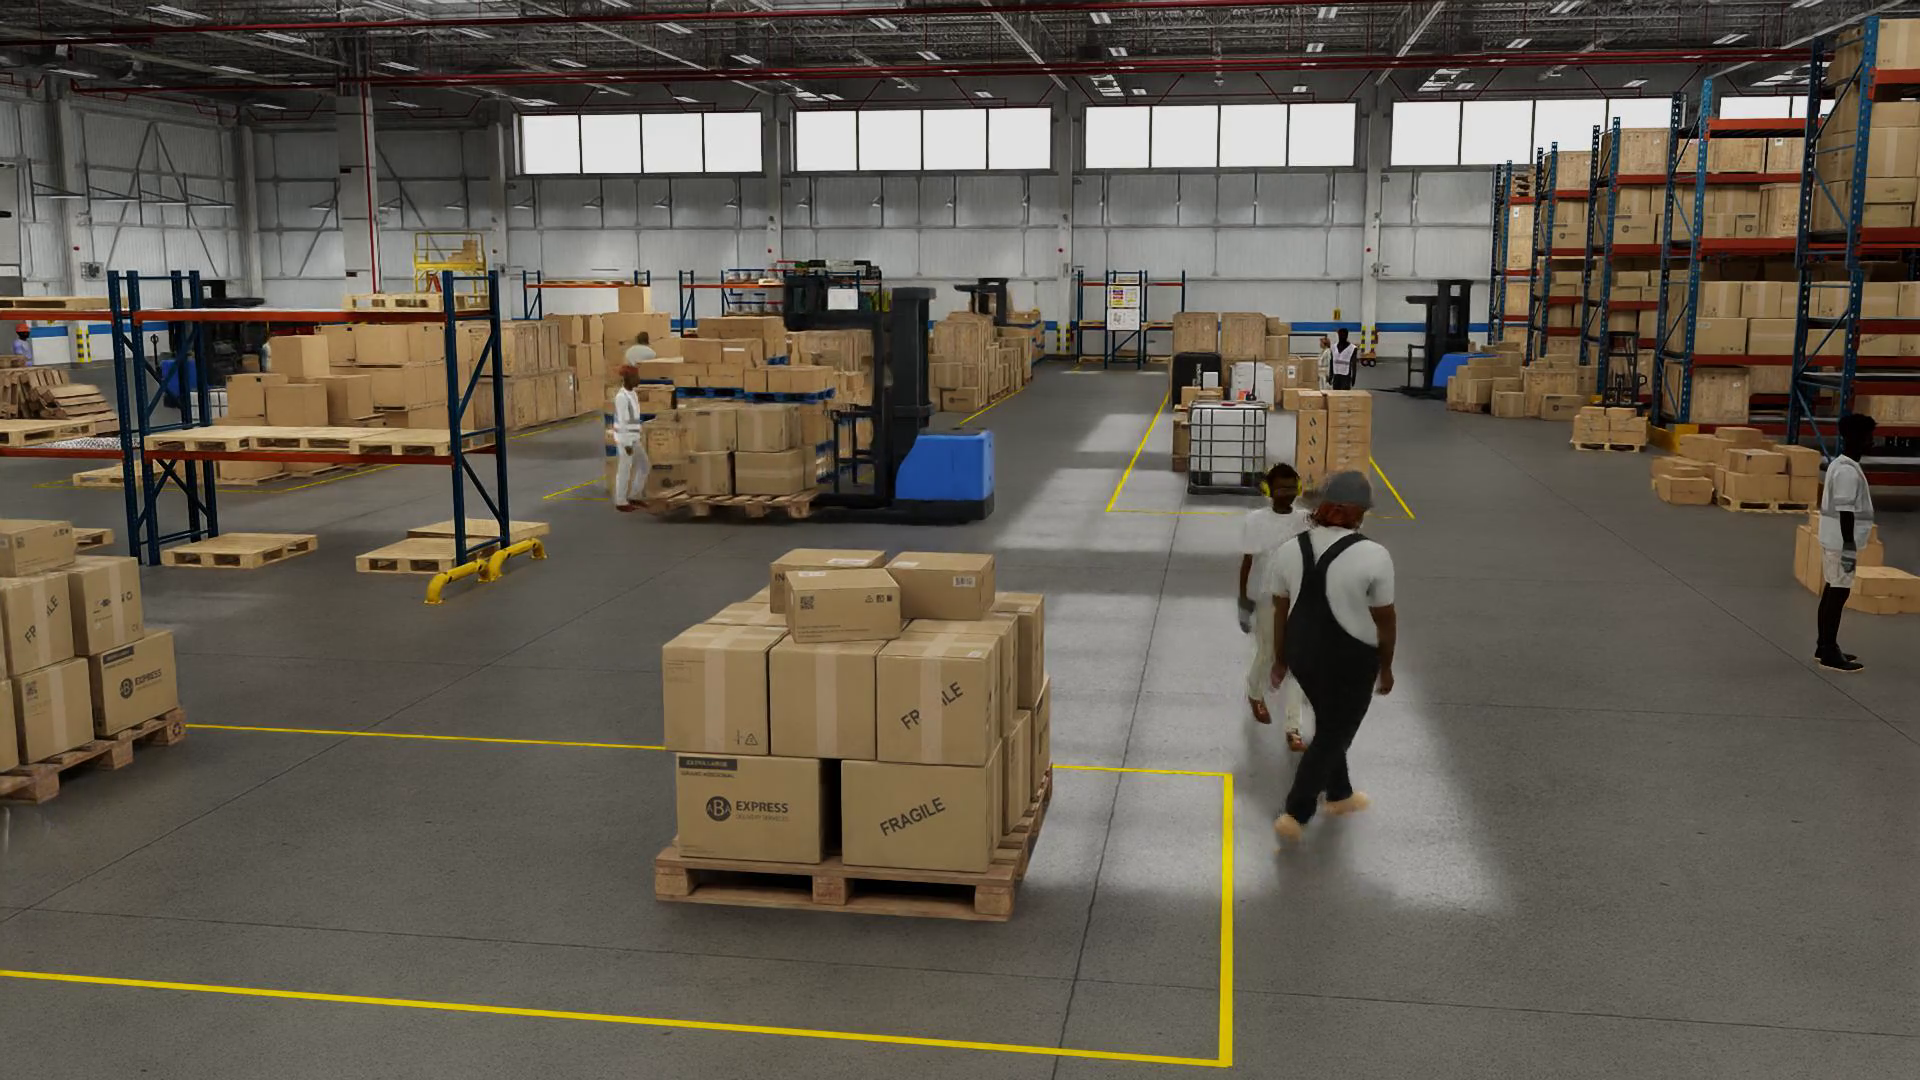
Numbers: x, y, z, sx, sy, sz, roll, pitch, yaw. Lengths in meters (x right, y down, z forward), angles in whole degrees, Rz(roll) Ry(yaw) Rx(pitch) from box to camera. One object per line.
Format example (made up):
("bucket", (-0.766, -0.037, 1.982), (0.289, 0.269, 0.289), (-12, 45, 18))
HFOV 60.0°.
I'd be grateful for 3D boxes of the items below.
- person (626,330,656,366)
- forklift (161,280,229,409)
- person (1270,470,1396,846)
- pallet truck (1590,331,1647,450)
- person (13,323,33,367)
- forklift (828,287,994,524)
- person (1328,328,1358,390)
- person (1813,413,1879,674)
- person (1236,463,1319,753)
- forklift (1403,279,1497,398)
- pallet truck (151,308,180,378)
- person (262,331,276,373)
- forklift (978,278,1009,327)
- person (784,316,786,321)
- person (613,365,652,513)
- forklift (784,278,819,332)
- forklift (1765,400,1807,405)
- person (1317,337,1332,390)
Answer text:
("person", (-5.965, -2.951, 31.067), (0.639, 1.917, 0.706), (3, 10, 19))
("forklift", (-16.371, -4.284, 36.334), (1.873, 2.768, 1.129), (1, 9, 9))
("person", (1.964, 0.587, 8.873), (0.992, 2.000, 0.690), (-8, 12, -39))
("pallet truck", (11.253, -2.573, 28.499), (0.823, 1.965, 1.885), (5, 10, 27))
("person", (-19.512, -3.555, 34.729), (0.355, 1.941, 0.545), (-2, 9, -13))
("forklift", (-0.565, -1.656, 20.128), (1.873, 2.768, 1.129), (1, 9, 9))
("person", (7.573, -3.235, 32.869), (0.387, 1.910, 0.591), (-9, 13, -43))
("person", (6.726, 0.015, 12.636), (0.367, 1.966, 0.607), (4, 10, 21))
("person", (2.050, 0.387, 10.810), (0.555, 1.827, 0.931), (0, 9, -2))
("forklift", (11.615, -4.741, 39.153), (1.129, 2.768, 1.873), (-7, 11, -35))
("pallet truck", (-21.869, -5.598, 47.154), (0.823, 1.965, 1.885), (4, 10, 26))
("person", (-16.224, -4.147, 39.384), (0.512, 1.612, 0.682), (-2, 9, -13))
("forklift", (0.951, -6.029, 47.097), (1.873, 2.768, 1.129), (-8, 12, -41))
("person", (-4.488, -5.183, 44.816), (0.627, 1.926, 0.558), (-1, 9, -7))
("person", (-4.086, -1.251, 20.758), (0.576, 1.861, 0.603), (1, 9, 6))
("forklift", (-4.043, -5.283, 42.498), (1.129, 2.768, 1.873), (7, 11, 36))
("forklift", (17.849, -4.407, 37.096), (1.873, 2.768, 1.129), (1, 9, 9))
("person", (7.657, -3.432, 34.897), (0.315, 1.640, 0.515), (-1, 9, -8))
